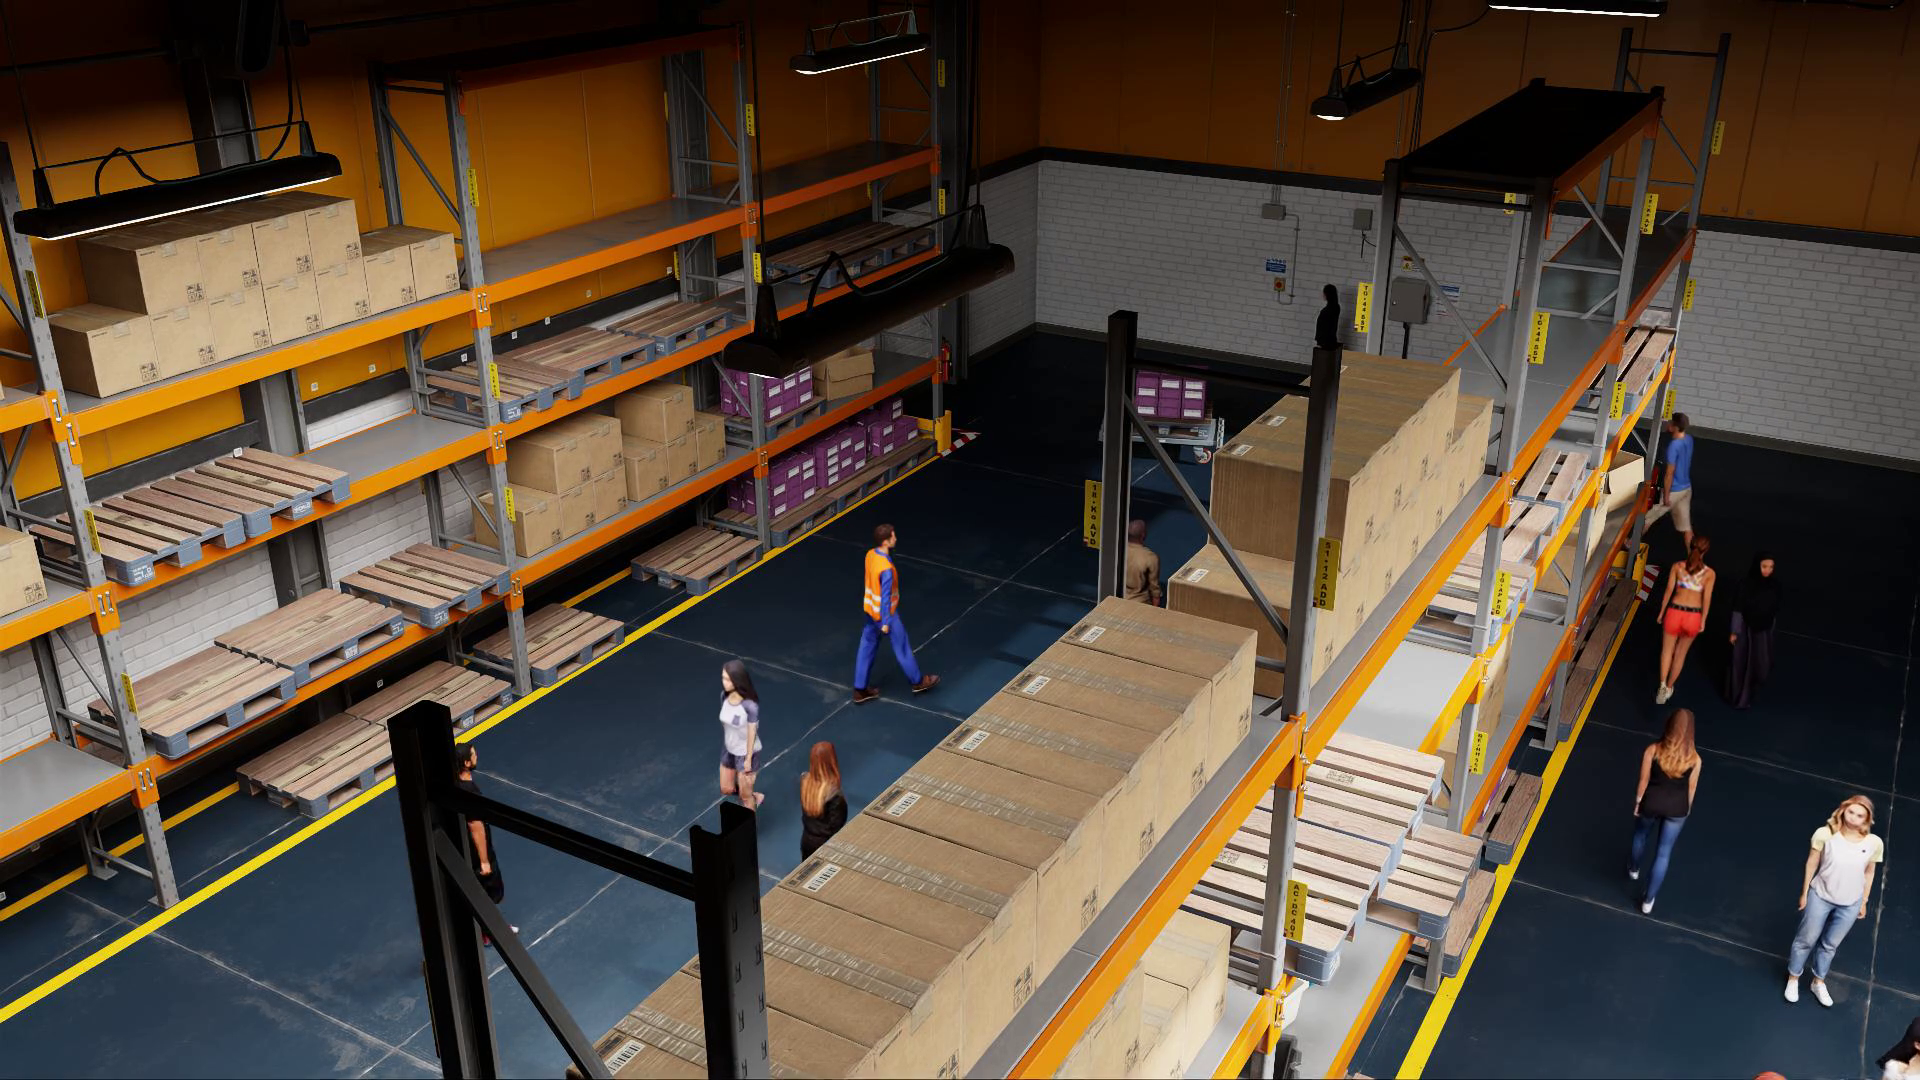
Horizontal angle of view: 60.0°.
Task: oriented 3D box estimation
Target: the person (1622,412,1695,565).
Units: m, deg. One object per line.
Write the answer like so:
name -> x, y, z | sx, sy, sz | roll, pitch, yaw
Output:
person -> 8.161, -0.512, 18.812 | 1.290, 1.808, 1.120 | -14, 27, -29

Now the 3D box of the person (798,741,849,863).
person -> -1.100, 2.326, 12.475 | 0.743, 1.685, 1.071 | 18, 29, 36

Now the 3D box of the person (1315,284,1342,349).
person -> 5.385, -2.901, 24.370 | 0.710, 1.733, 0.529 | 20, 31, 39

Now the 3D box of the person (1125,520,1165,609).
person -> 1.685, 0.648, 16.137 | 0.716, 1.825, 0.546 | 13, 27, 27

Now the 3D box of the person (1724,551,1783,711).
person -> 7.592, 0.826, 16.001 | 0.759, 1.608, 0.845 | 2, 24, 4

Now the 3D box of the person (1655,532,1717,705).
person -> 6.876, 0.796, 15.860 | 0.587, 1.775, 0.901 | 13, 27, 26

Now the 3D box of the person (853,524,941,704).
person -> -0.833, 0.732, 15.946 | 1.231, 1.825, 1.078 | -12, 26, -26

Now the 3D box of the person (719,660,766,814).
person -> -1.752, 1.732, 13.819 | 0.646, 1.695, 0.746 | 19, 30, 36

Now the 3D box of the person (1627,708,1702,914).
person -> 5.445, 2.134, 12.903 | 0.639, 1.693, 0.925 | 10, 26, 22

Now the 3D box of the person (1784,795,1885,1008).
person -> 6.246, 2.556, 11.899 | 0.680, 1.723, 0.635 | 6, 24, 12

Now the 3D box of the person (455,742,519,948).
person -> -3.698, 2.337, 12.375 | 0.972, 1.743, 0.848 | -15, 28, -31
